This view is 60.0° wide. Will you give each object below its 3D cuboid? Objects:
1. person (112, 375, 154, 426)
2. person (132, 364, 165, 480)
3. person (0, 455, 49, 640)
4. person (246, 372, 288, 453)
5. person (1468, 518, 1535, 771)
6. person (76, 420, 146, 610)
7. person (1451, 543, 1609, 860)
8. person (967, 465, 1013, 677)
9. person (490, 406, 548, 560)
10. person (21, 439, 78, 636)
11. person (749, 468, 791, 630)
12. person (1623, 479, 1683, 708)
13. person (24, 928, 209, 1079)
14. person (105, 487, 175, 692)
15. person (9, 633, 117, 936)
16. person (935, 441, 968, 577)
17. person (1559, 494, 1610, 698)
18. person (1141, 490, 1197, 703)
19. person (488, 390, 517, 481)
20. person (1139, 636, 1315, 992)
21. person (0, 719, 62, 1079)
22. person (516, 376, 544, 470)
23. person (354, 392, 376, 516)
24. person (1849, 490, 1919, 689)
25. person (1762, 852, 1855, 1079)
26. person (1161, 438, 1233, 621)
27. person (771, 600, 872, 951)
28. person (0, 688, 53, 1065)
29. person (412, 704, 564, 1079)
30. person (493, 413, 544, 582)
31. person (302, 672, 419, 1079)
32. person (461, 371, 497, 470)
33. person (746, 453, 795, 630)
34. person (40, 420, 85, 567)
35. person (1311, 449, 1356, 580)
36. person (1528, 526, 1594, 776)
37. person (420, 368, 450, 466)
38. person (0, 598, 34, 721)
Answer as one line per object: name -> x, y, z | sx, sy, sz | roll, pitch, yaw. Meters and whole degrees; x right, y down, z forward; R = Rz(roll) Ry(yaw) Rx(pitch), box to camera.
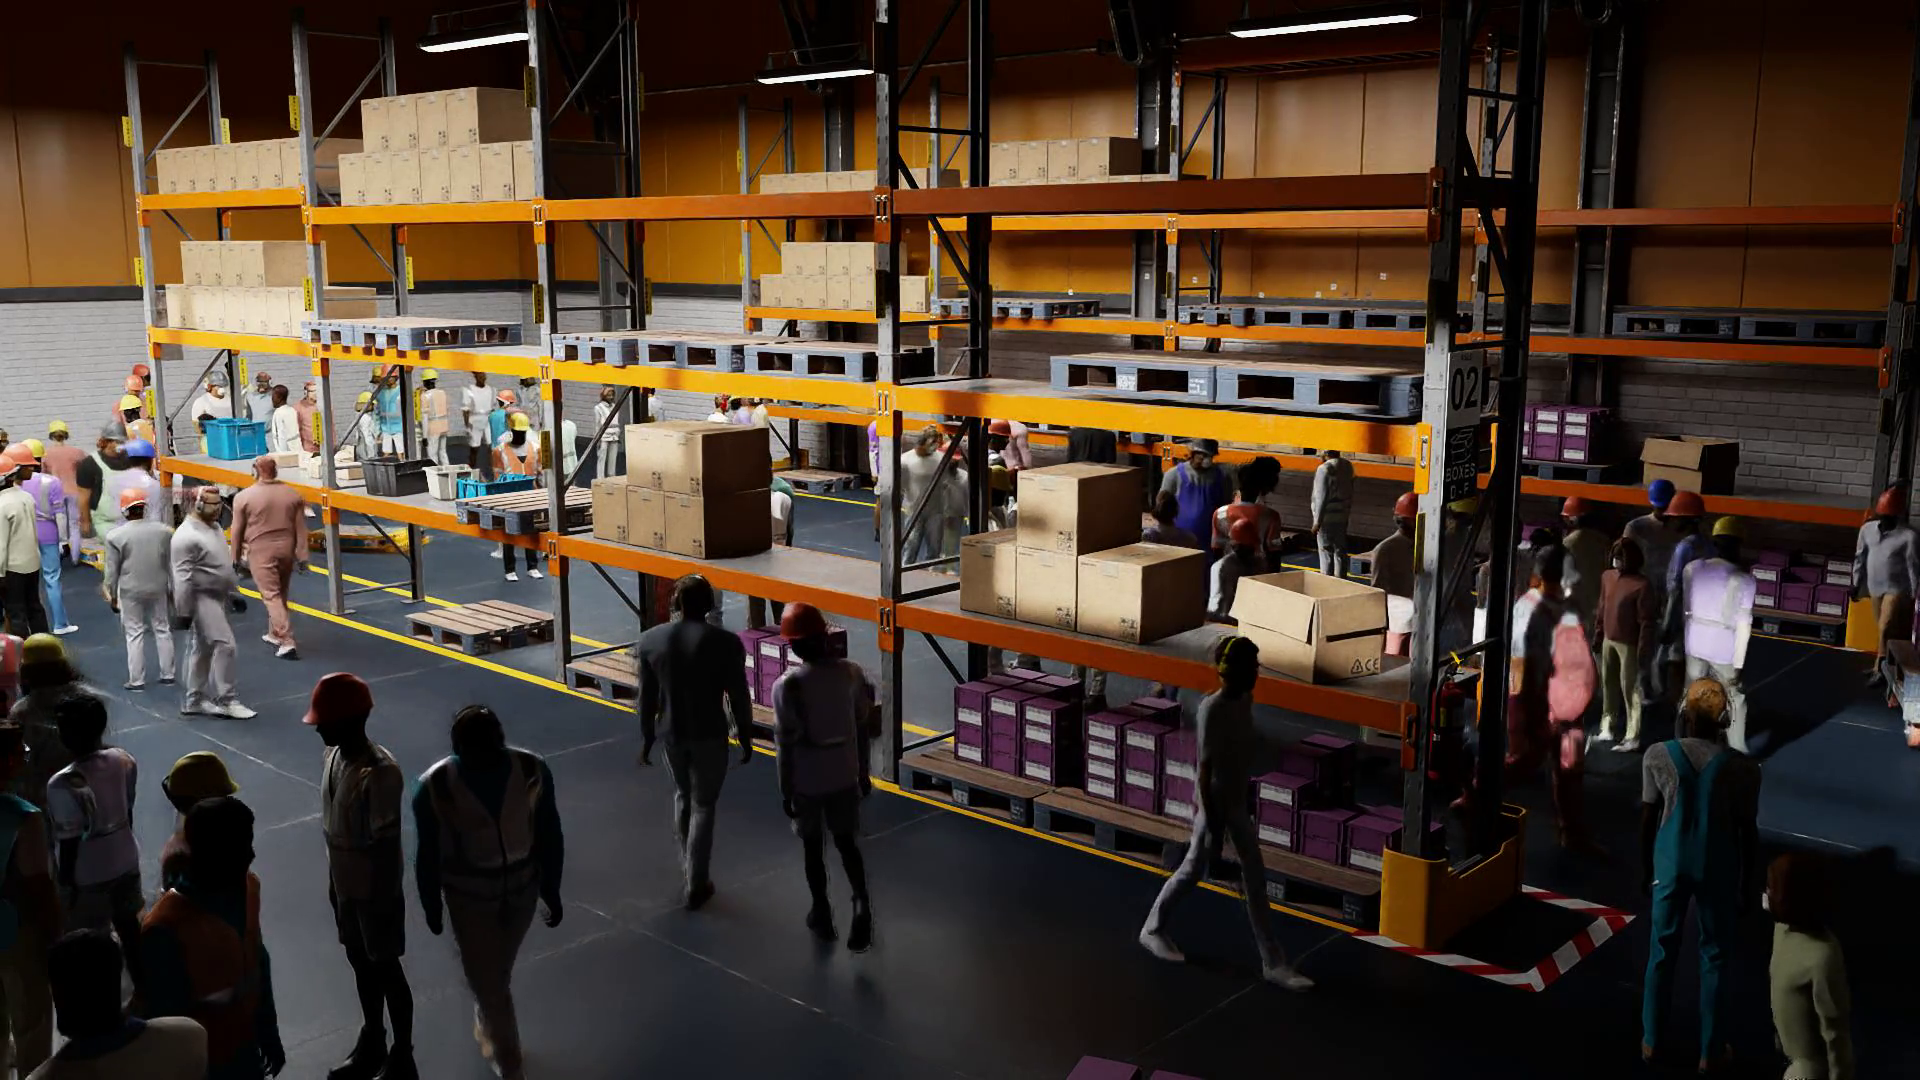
person -> -11.532, -1.321, 23.315 | 0.391, 1.986, 0.608 | 8, 13, 37
person -> -12.093, -1.605, 24.812 | 0.425, 2.030, 0.618 | 1, 10, 8
person -> -8.259, 0.238, 14.514 | 0.407, 1.986, 0.617 | 0, 10, -1
person -> -10.444, -1.585, 25.067 | 0.646, 1.900, 0.400 | 1, 10, 7
person -> 3.915, 0.747, 11.949 | 0.577, 1.877, 0.341 | -6, 11, -29
person -> -8.849, -0.305, 17.415 | 1.014, 2.000, 0.703 | 6, 12, 32
person -> 3.563, 0.948, 10.333 | 0.883, 2.000, 0.694 | 10, 14, 44
person -> 0.285, 0.294, 14.405 | 0.397, 1.910, 0.595 | 5, 11, 27
person -> -5.283, -0.674, 19.996 | 0.899, 1.870, 0.652 | 6, 12, 31
person -> -8.928, -0.017, 16.105 | 0.586, 1.928, 0.380 | -1, 10, -3
person -> -1.762, 0.207, 15.108 | 0.562, 1.836, 0.384 | -8, 13, -40
person -> 5.696, 0.434, 13.592 | 0.646, 1.919, 0.597 | 1, 10, 6
person -> -2.341, 2.028, 4.732 | 0.936, 1.883, 0.598 | 8, 13, 37
person -> -6.984, 0.414, 14.184 | 0.349, 1.745, 0.565 | 9, 13, 42
person -> -4.808, 1.352, 8.971 | 0.580, 1.717, 0.486 | 7, 12, 34
person -> -0.110, -0.215, 17.817 | 0.571, 1.716, 0.811 | -8, 13, -39
person -> 5.138, 0.491, 13.777 | 0.579, 1.733, 0.484 | -5, 11, -27
person -> 1.649, 0.513, 13.403 | 0.513, 1.829, 0.466 | 0, 10, 2
person -> -6.480, -1.275, 23.764 | 0.576, 1.737, 0.354 | 8, 13, 38
person -> 1.346, 1.374, 8.572 | 0.992, 1.823, 0.554 | 8, 13, 39
person -> -3.948, 1.654, 6.891 | 0.569, 1.845, 0.384 | 4, 11, 20
person -> -7.253, -2.021, 28.000 | 0.491, 1.731, 0.324 | 2, 10, 14
person -> -8.328, -1.210, 23.389 | 0.313, 1.739, 0.485 | -6, 12, -32
person -> 8.014, 0.404, 14.349 | 0.627, 1.706, 0.595 | -4, 11, -22
person -> 3.199, 1.919, 6.148 | 0.892, 1.580, 0.507 | 2, 10, 11
person -> 2.296, -0.051, 15.979 | 0.723, 2.000, 0.620 | -1, 10, -5
person -> -0.700, 1.274, 8.861 | 0.580, 1.912, 0.683 | -5, 11, -24
person -> -4.415, 1.536, 7.560 | 0.386, 1.848, 0.534 | 1, 10, 8
person -> -2.084, 1.592, 7.438 | 0.606, 1.782, 0.981 | -6, 12, -33
person -> -4.961, -0.485, 18.798 | 0.585, 1.916, 0.401 | -7, 12, -36
person -> -2.675, 1.524, 7.397 | 0.544, 1.930, 0.388 | 9, 14, 42
person -> -7.524, -1.797, 26.213 | 0.609, 1.902, 1.015 | -7, 12, -36
person -> -1.831, 0.093, 15.457 | 0.628, 1.940, 0.373 | 5, 11, 24
person -> -10.534, -0.539, 19.550 | 0.536, 1.752, 0.360 | -6, 12, -30
person -> 3.939, -0.251, 17.700 | 0.601, 1.830, 0.403 | -9, 14, -42
person -> 4.228, 0.795, 11.778 | 0.705, 1.837, 0.534 | -6, 12, -31
person -> -8.057, -1.666, 25.471 | 0.402, 1.920, 0.596 | 4, 11, 23
person -> -5.915, 1.145, 10.255 | 0.816, 1.656, 0.547 | 5, 11, 25
